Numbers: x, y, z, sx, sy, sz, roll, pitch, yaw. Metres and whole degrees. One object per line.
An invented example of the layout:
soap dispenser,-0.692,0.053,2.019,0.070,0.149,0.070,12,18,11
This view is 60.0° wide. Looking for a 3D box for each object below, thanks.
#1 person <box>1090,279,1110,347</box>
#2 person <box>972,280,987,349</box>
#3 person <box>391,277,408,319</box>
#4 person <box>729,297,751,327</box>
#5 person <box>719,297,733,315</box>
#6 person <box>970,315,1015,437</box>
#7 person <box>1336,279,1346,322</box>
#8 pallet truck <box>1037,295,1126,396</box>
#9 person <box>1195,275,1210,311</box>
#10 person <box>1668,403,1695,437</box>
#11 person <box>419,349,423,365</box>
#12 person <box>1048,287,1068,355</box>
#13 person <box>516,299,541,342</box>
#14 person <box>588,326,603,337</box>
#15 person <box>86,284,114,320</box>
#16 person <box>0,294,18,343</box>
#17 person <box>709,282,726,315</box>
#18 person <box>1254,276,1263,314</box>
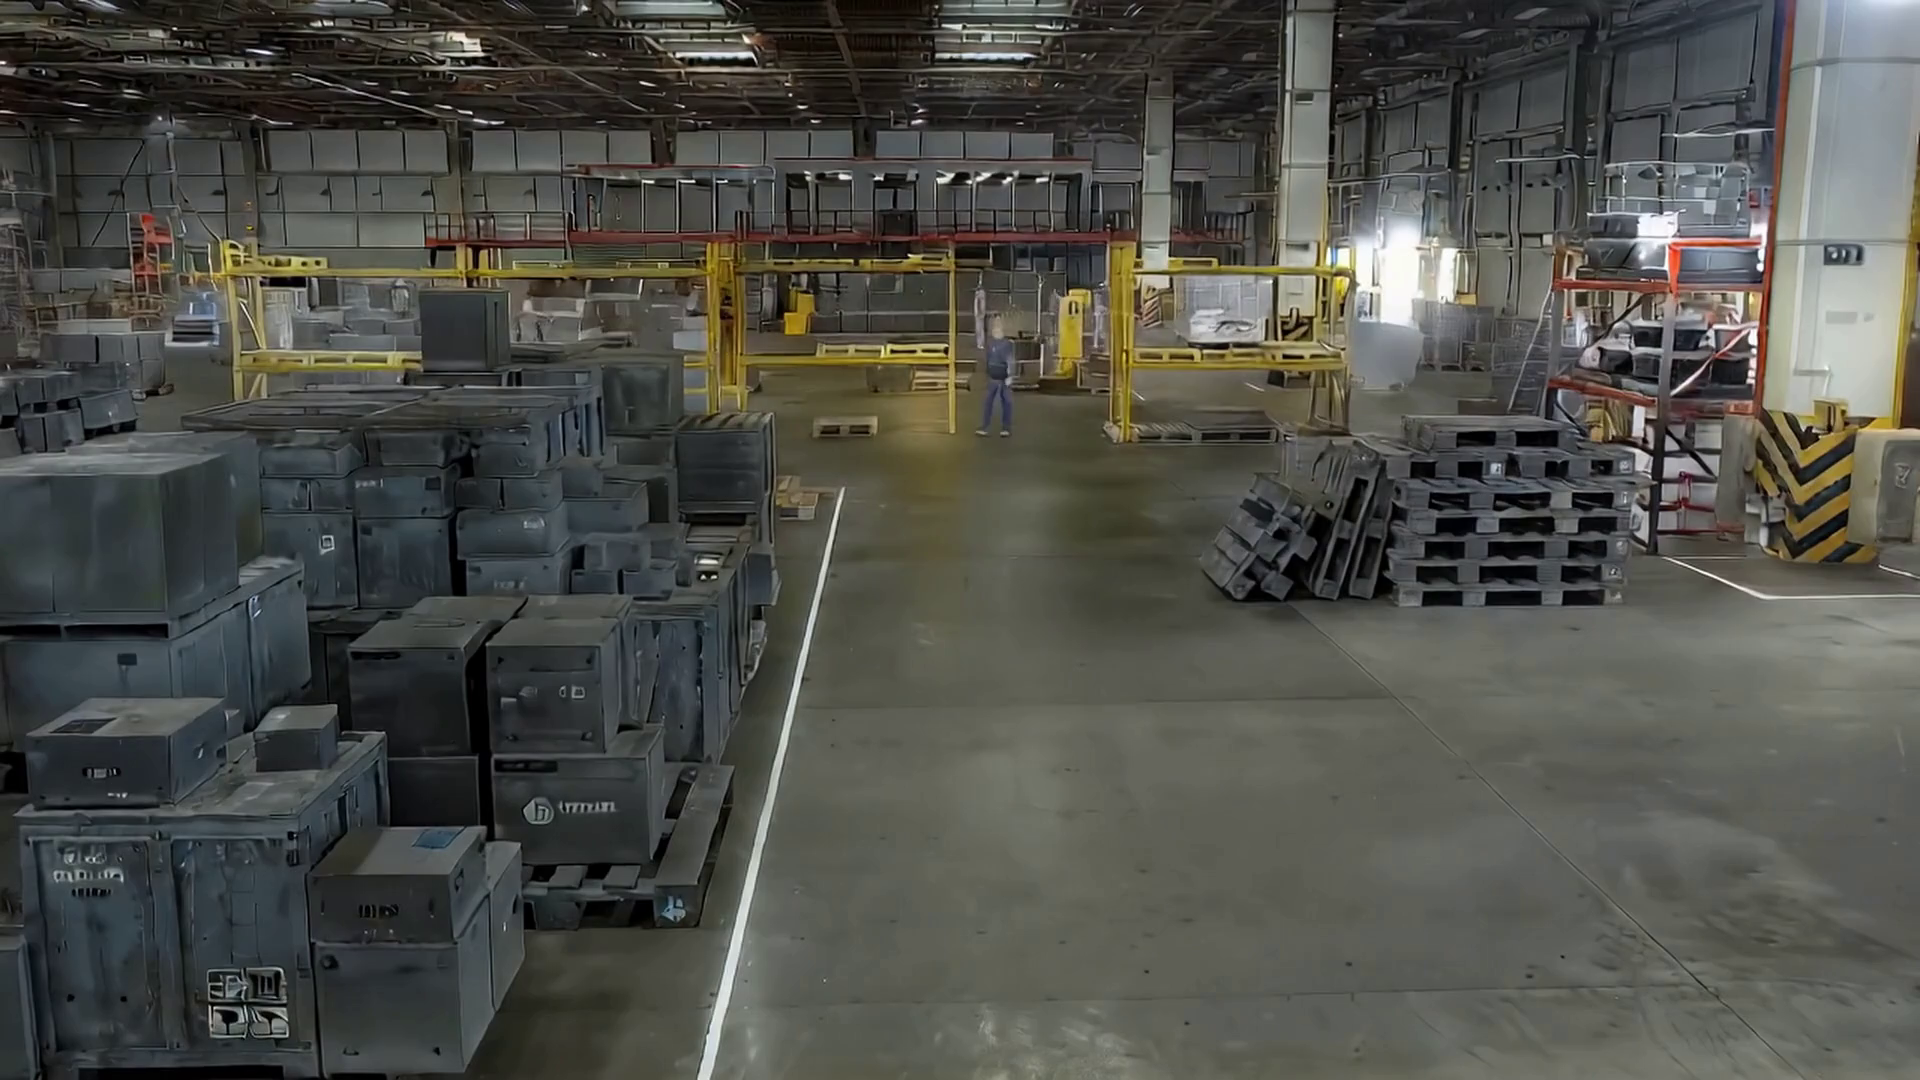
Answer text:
person,4.082,-6.556,48.141,0.628,1.948,0.416,-2,10,-12
person,0.541,-6.418,47.358,0.379,1.940,0.629,5,11,26
person,-18.081,-7.513,53.599,0.546,1.891,0.843,-8,13,-38
person,-5.142,-4.779,38.593,0.530,1.821,0.863,5,11,24
person,-5.658,-4.943,39.746,0.527,1.717,0.568,8,13,38
person,0.536,-2.519,25.758,0.612,1.891,0.879,8,13,38
person,12.037,-7.340,52.773,0.633,1.839,0.429,-7,13,-36
pallet truck,2.483,-3.881,33.060,1.885,1.965,0.823,-7,13,-36
person,10.405,-10.753,71.378,0.619,1.984,0.421,4,11,20
person,9.160,-1.610,21.272,0.539,1.685,0.416,-7,12,-35
person,-6.059,-1.306,19.123,0.580,1.858,0.826,-1,10,-8
person,2.662,-5.926,44.931,0.533,1.827,0.644,-8,13,-39
person,-8.991,-4.098,34.720,0.576,1.844,0.445,-2,10,-9
person,-4.945,-1.934,22.489,0.607,1.903,0.411,2,10,13
person,-21.349,-5.363,41.325,0.622,1.993,0.386,-6,12,-30
person,-21.450,-4.586,37.361,0.534,1.864,0.309,1,10,3
person,-6.828,-6.294,46.700,0.546,1.927,0.385,-1,10,-7
person,12.401,-10.296,68.991,0.373,1.925,0.595,-3,10,-14
